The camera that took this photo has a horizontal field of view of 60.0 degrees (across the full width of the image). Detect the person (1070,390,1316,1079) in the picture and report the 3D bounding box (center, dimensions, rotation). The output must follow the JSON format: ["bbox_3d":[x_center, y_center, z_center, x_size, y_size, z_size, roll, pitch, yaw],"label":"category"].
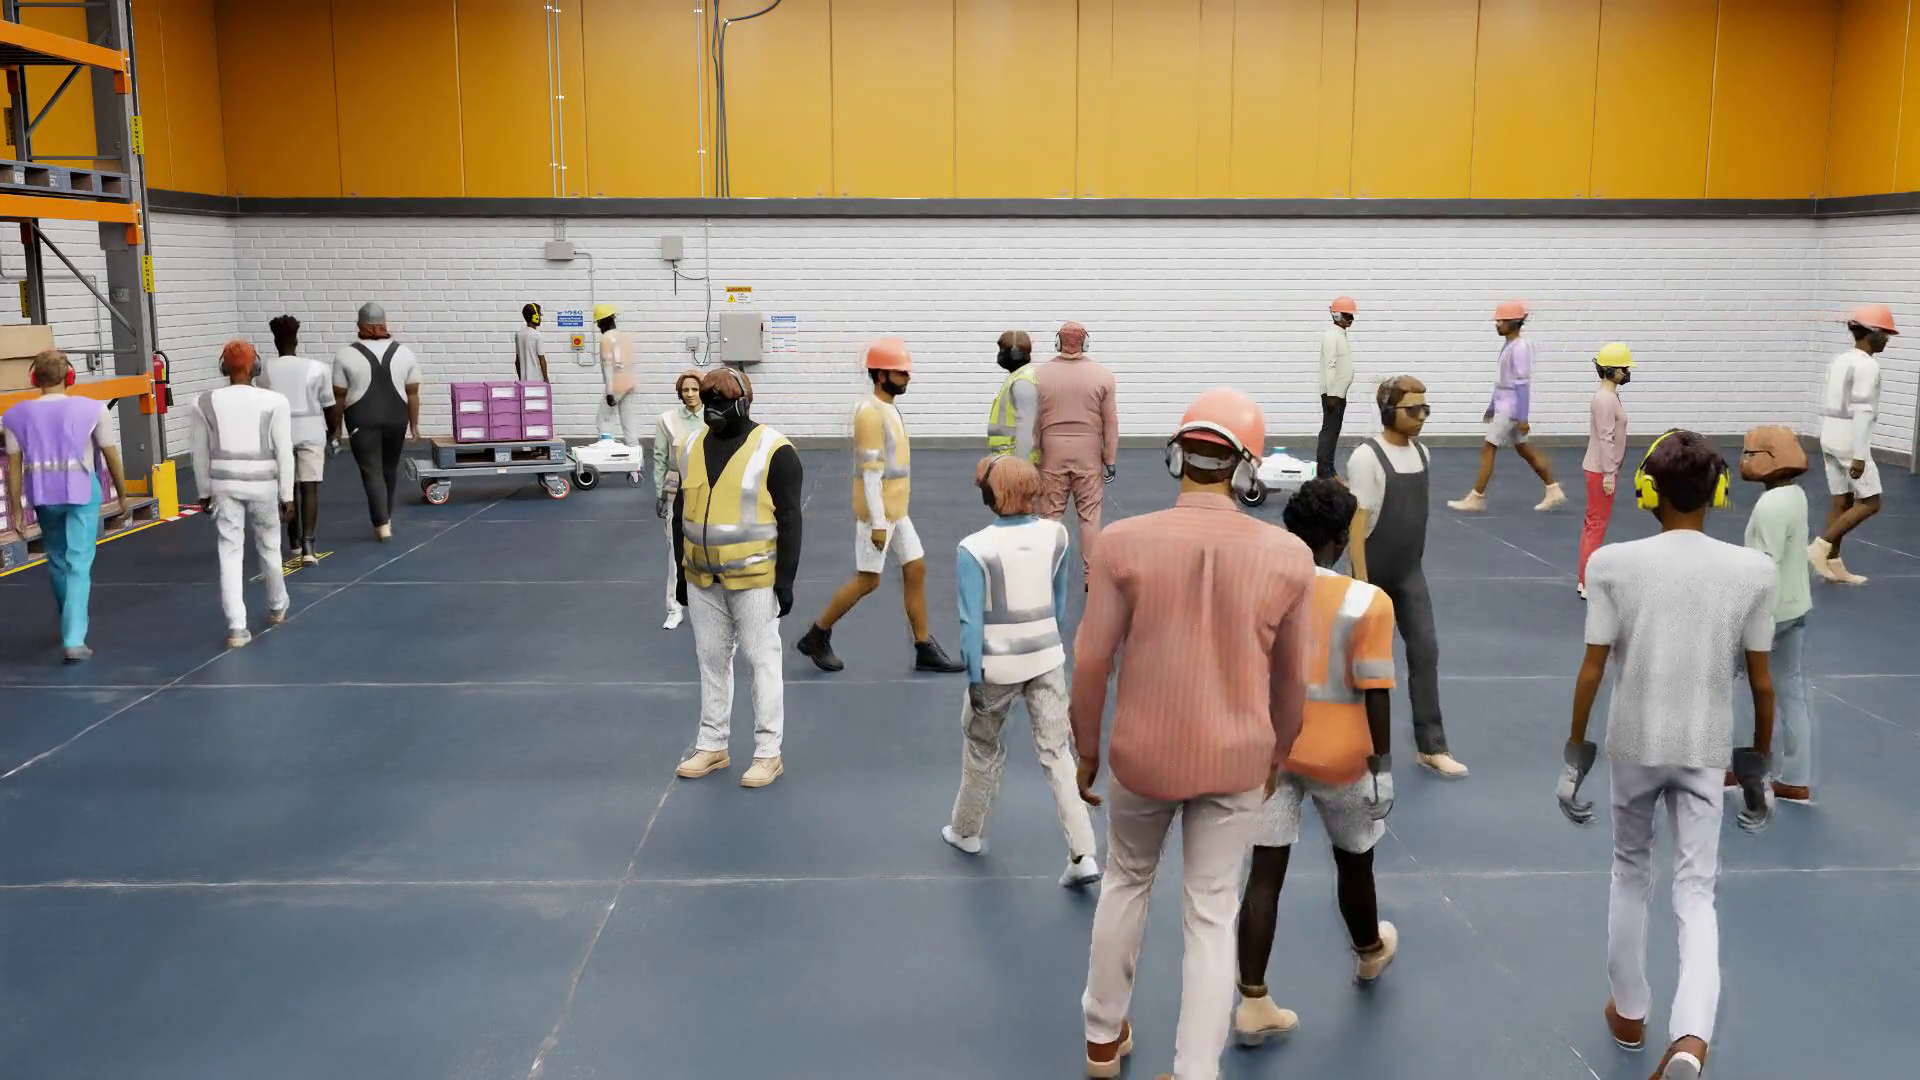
[{"bbox_3d":[0.611,0.578,4.474,0.639,1.942,0.729,0,9,2],"label":"person"}]

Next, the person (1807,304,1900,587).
[{"bbox_3d":[6.313,-0.654,11.781,0.541,2.018,0.623,1,9,5],"label":"person"}]

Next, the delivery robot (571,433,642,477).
[{"bbox_3d":[-3.661,-0.862,17.255,0.707,0.478,0.477,-3,10,-16],"label":"delivery robot"}]

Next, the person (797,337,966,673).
[{"bbox_3d":[-0.461,-0.185,9.282,0.931,1.904,0.557,2,10,14],"label":"person"}]

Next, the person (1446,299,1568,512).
[{"bbox_3d":[5.158,-1.230,15.423,1.077,2.001,0.606,2,10,15],"label":"person"}]

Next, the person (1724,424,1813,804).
[{"bbox_3d":[3.387,0.314,7.107,0.627,1.610,0.509,9,13,42],"label":"person"}]

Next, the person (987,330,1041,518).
[{"bbox_3d":[0.402,-0.563,11.821,0.439,1.836,0.636,0,9,0],"label":"person"}]

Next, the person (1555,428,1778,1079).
[{"bbox_3d":[1.949,0.620,4.571,0.578,1.839,0.812,3,10,18],"label":"person"}]

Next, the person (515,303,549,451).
[{"bbox_3d":[-4.989,-1.840,19.515,0.514,1.872,0.323,6,11,34],"label":"person"}]

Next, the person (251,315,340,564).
[{"bbox_3d":[-5.163,-0.787,12.920,0.603,1.921,1.003,-2,10,-14],"label":"person"}]

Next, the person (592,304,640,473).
[{"bbox_3d":[-3.876,-1.678,18.492,0.750,1.872,0.611,3,10,18],"label":"person"}]

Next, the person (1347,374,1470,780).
[{"bbox_3d":[1.908,0.136,7.630,0.526,1.810,0.943,-6,11,-34],"label":"person"}]

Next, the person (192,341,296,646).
[{"bbox_3d":[-4.410,-0.310,10.280,0.600,1.822,1.025,-2,10,-15],"label":"person"}]

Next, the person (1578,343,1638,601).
[{"bbox_3d":[4.419,-0.460,11.372,0.308,1.769,0.524,3,10,18],"label":"person"}]

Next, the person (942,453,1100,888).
[{"bbox_3d":[0.225,0.474,6.170,0.524,1.596,0.868,-5,11,-29],"label":"person"}]

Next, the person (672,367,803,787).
[{"bbox_3d":[-1.003,0.164,7.318,0.634,1.841,0.429,4,10,25],"label":"person"}]

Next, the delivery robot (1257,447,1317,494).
[{"bbox_3d":[3.058,-0.648,15.942,0.707,0.478,0.477,2,9,13],"label":"delivery robot"}]

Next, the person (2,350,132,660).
[{"bbox_3d":[-5.273,-0.219,9.826,0.587,1.791,0.989,-2,9,-12],"label":"person"}]

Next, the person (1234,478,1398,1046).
[{"bbox_3d":[1.078,0.638,5.001,0.580,1.631,0.871,7,12,37],"label":"person"}]

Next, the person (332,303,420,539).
[{"bbox_3d":[-4.966,-1.045,14.120,0.688,2.000,1.002,-6,11,-33],"label":"person"}]

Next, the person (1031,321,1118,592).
[{"bbox_3d":[0.783,-0.581,11.688,0.655,1.904,0.407,1,9,7],"label":"person"}]

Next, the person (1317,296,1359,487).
[{"bbox_3d":[3.905,-1.524,17.205,0.398,1.989,0.621,4,10,23],"label":"person"}]

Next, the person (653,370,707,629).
[{"bbox_3d":[-1.671,-0.253,10.488,0.512,1.641,0.312,-1,9,-4],"label":"person"}]
